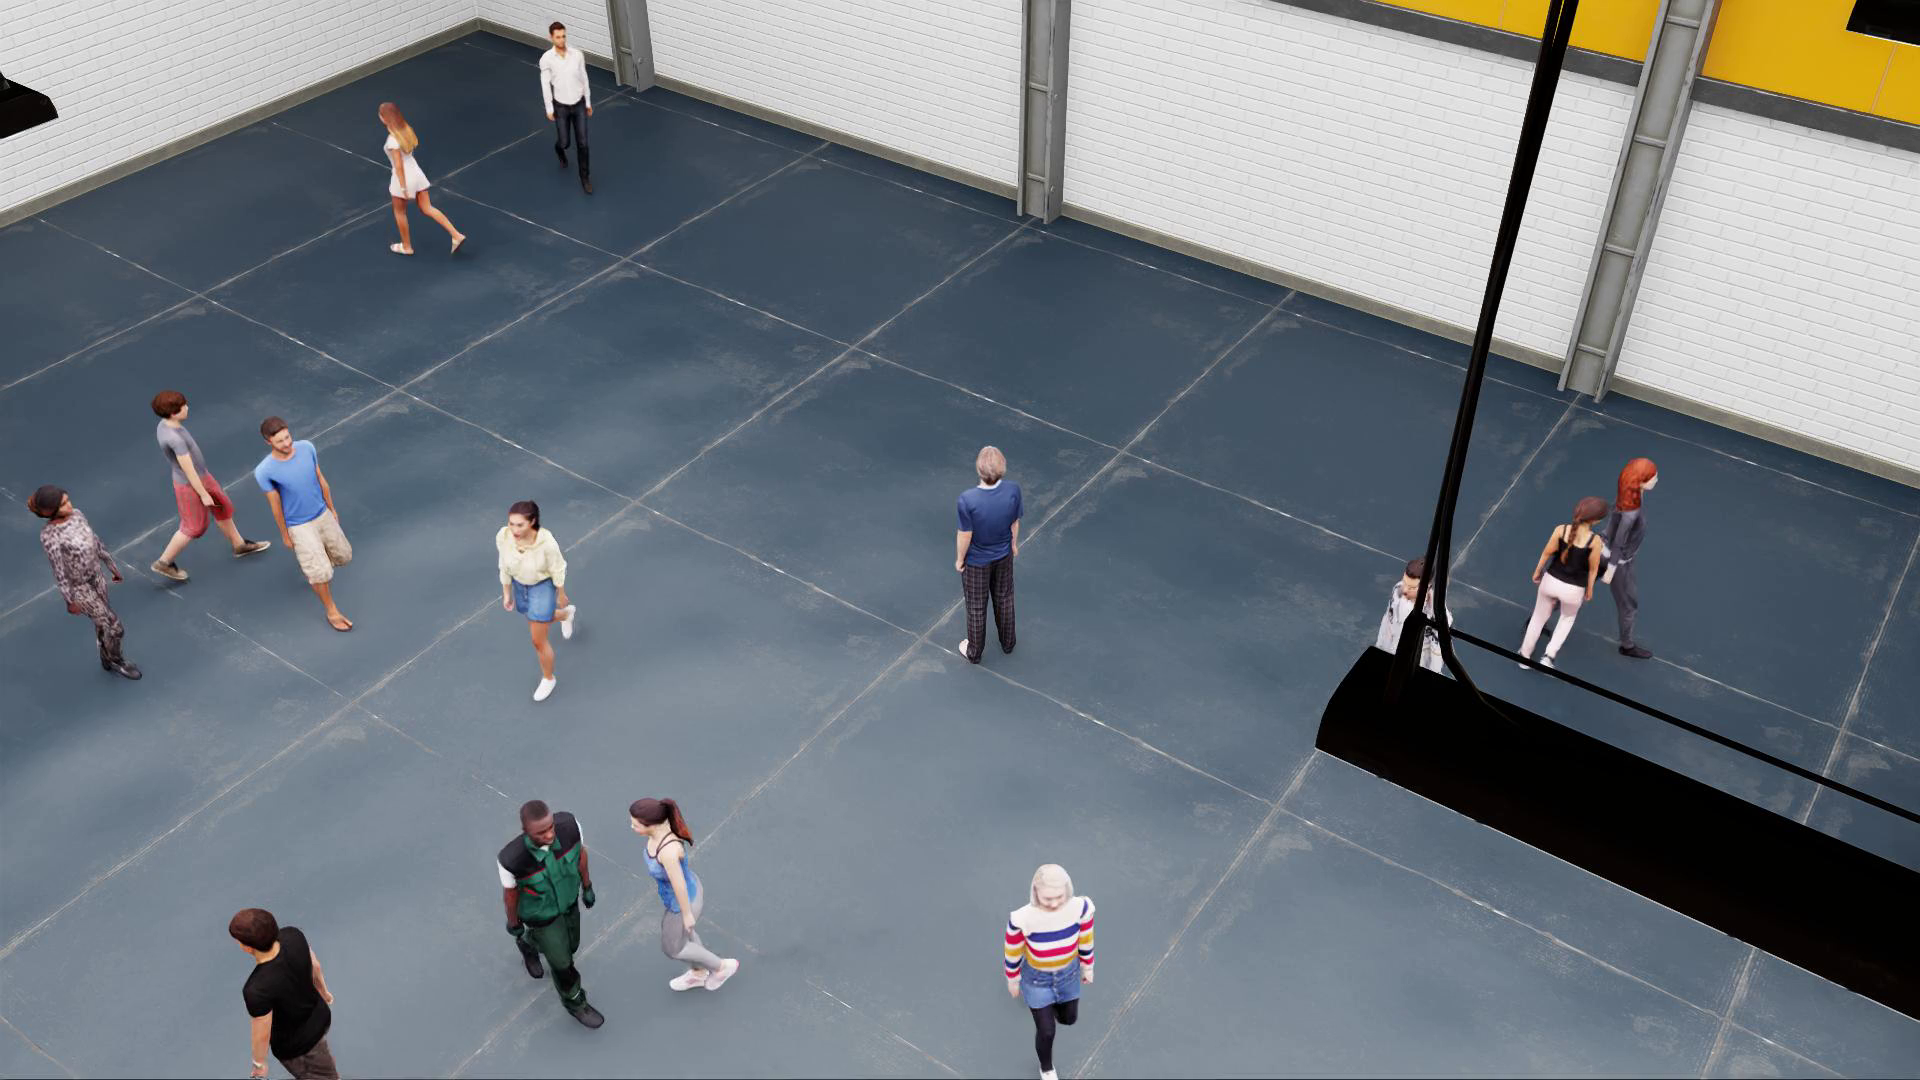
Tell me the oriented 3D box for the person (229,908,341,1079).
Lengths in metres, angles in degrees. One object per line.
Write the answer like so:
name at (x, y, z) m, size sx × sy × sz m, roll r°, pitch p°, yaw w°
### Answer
person at (-3.447, 2.623, 8.897) m, size 1.030 × 1.847 × 0.931 m, roll 2°, pitch 39°, yaw 3°

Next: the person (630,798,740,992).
person at (-1.581, 2.092, 9.769) m, size 0.845 × 1.588 × 0.791 m, roll -15°, pitch 41°, yaw -18°

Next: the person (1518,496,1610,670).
person at (4.339, 0.371, 11.955) m, size 0.607 × 1.550 × 0.669 m, roll 17°, pitch 42°, yaw 20°

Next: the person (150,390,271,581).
person at (-6.013, -0.393, 12.855) m, size 1.004 × 1.621 × 1.119 m, roll -17°, pitch 42°, yaw -20°

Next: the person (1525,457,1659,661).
person at (4.661, 0.129, 12.113) m, size 1.230 × 1.730 × 0.895 m, roll 8°, pitch 39°, yaw 10°

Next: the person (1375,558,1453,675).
person at (3.060, 0.820, 11.167) m, size 0.958 × 1.831 × 0.935 m, roll -17°, pitch 42°, yaw -20°

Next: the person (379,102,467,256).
person at (-5.514, -3.633, 16.873) m, size 1.140 × 1.669 × 0.811 m, roll 10°, pitch 40°, yaw 12°

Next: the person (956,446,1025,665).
person at (0.207, 0.105, 12.030) m, size 0.738 × 1.872 × 0.737 m, roll -14°, pitch 41°, yaw -17°

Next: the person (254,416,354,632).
person at (-4.921, -0.180, 12.408) m, size 0.912 × 1.845 × 0.666 m, roll 26°, pitch 45°, yaw 29°

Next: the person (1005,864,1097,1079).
person at (0.483, 2.352, 9.281) m, size 0.979 × 1.790 × 1.072 m, roll -10°, pitch 40°, yaw -13°

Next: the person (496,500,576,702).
person at (-3.021, 0.333, 11.955) m, size 1.040 × 1.608 × 0.884 m, roll 11°, pitch 40°, yaw 13°

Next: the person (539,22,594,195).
person at (-4.282, -4.739, 18.113) m, size 0.939 × 1.851 × 1.113 m, roll -19°, pitch 42°, yaw -22°

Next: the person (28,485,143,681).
person at (-6.327, 0.316, 11.902) m, size 0.766 × 1.701 × 0.713 m, roll 6°, pitch 39°, yaw 7°

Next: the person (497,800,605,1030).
person at (-2.420, 2.069, 9.621) m, size 0.722 × 1.808 × 1.025 m, roll -31°, pitch 48°, yaw -33°
